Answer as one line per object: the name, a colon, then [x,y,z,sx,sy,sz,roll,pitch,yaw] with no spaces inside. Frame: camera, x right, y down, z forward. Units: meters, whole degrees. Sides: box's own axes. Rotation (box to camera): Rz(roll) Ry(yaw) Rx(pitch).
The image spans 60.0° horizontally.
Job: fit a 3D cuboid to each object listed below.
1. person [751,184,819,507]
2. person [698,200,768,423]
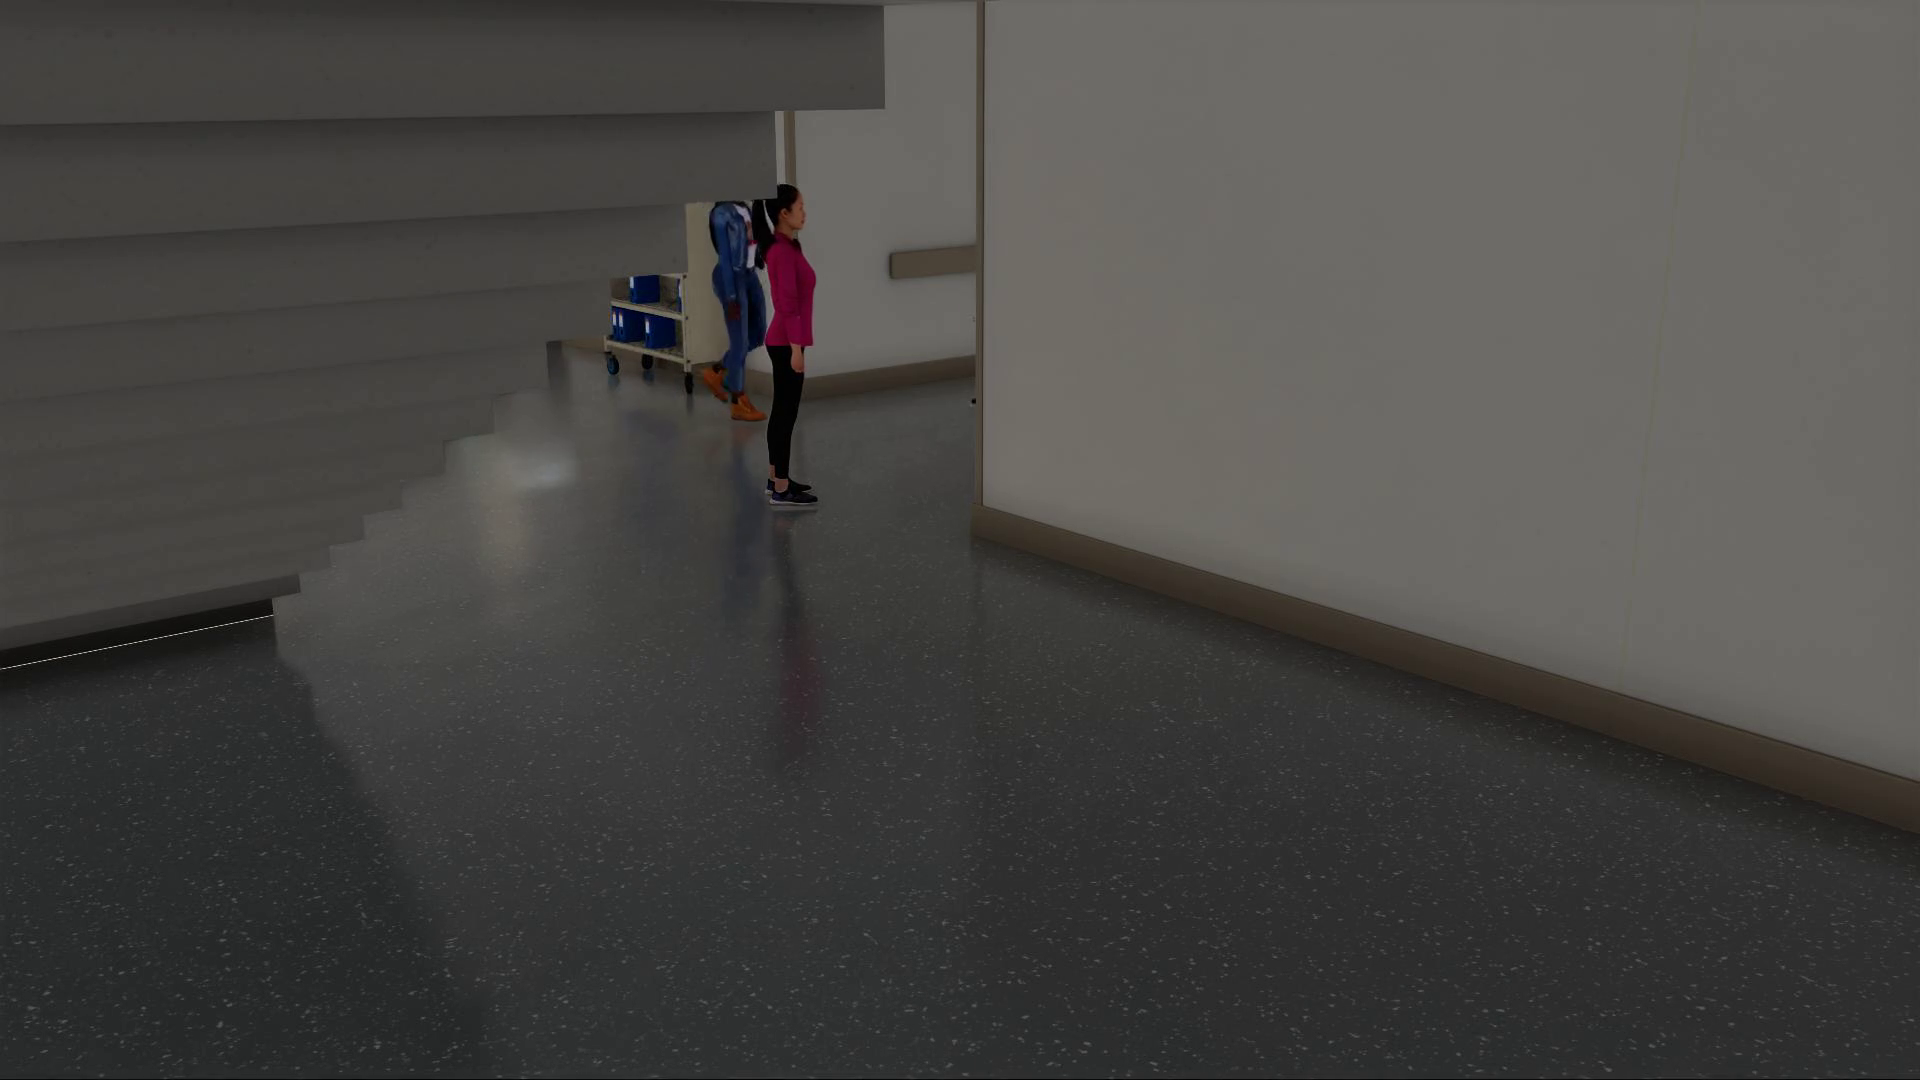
person: [-0.941,-1.051,8.966,0.745,1.699,0.652,-3,16,-9]
person: [-1.563,-1.634,11.035,0.888,1.699,0.797,6,17,20]
